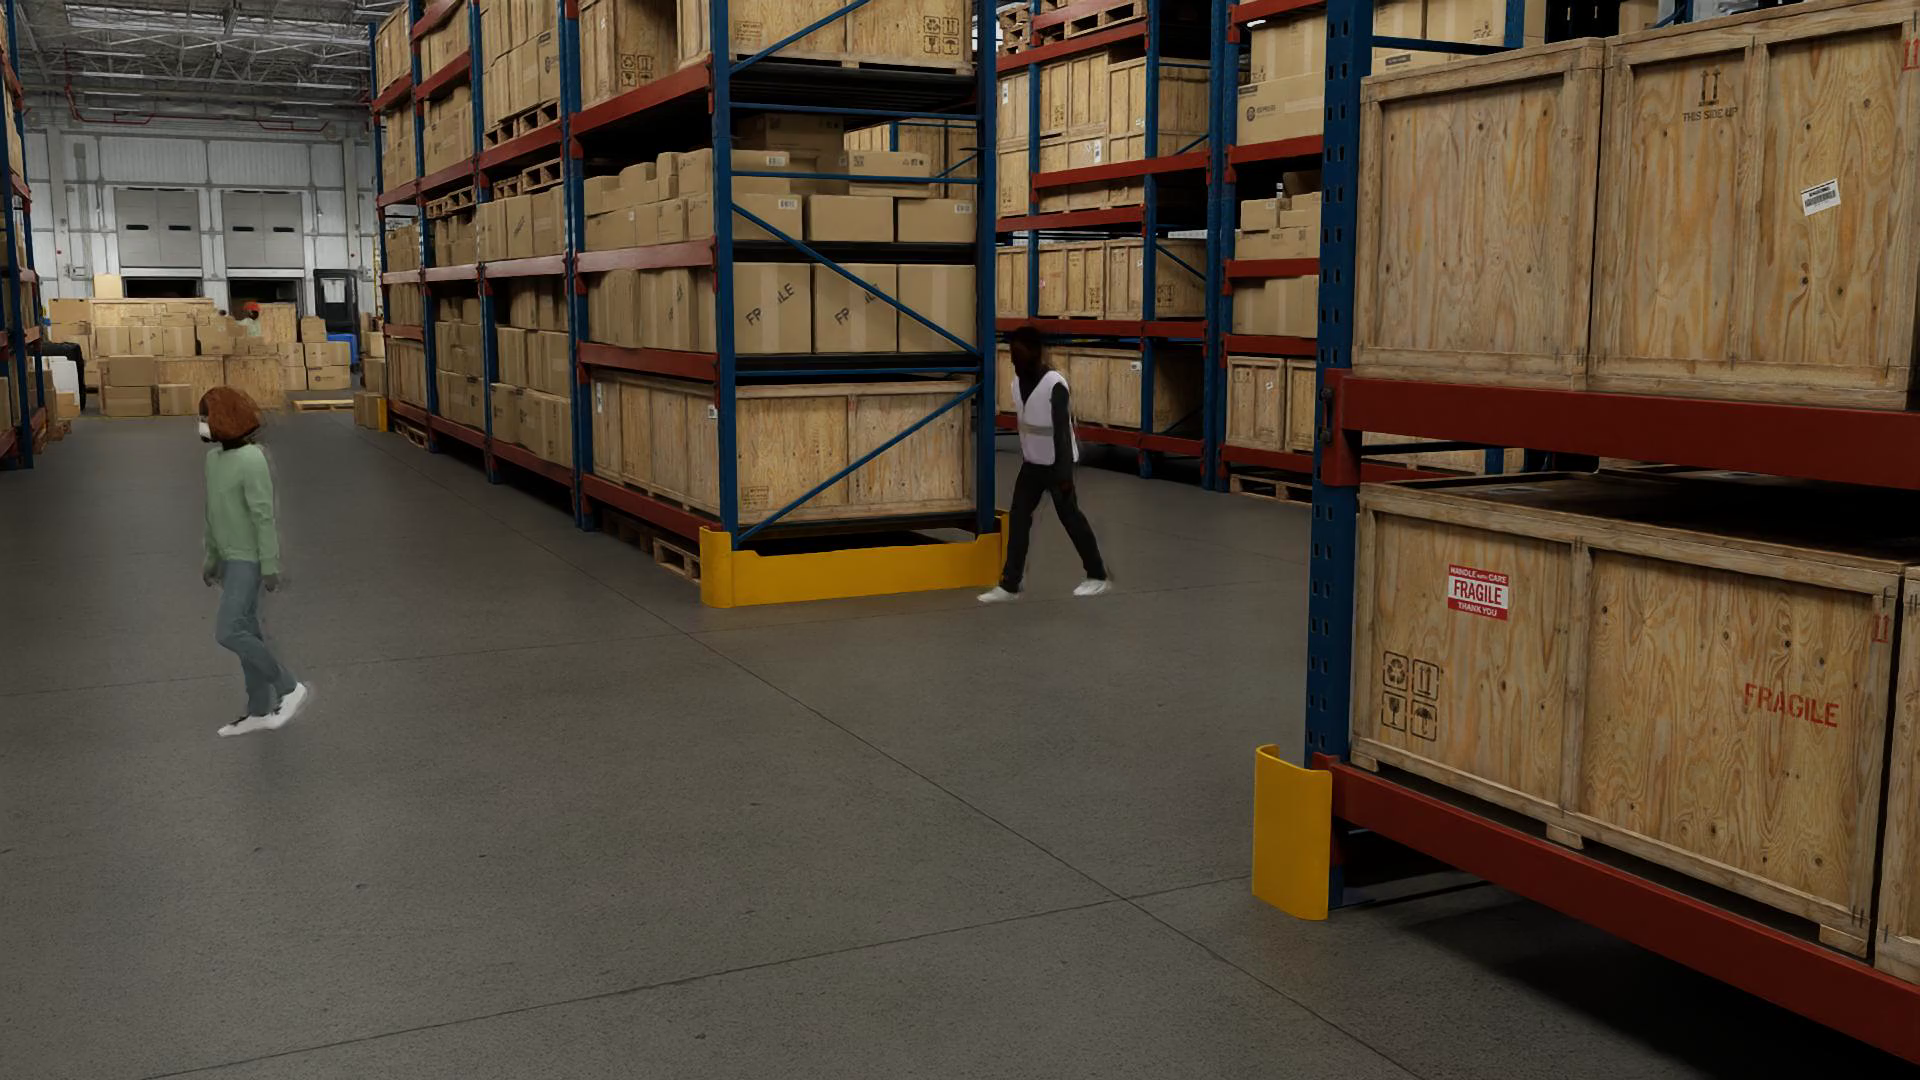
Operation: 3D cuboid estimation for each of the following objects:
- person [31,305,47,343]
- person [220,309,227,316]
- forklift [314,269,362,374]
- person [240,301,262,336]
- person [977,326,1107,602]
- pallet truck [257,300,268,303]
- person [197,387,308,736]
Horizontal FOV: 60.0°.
[{"bbox_3d":[-26.244,-5.765,47.303,0.650,1.889,0.984,7,11,42],"label":"person"},{"bbox_3d":[-27.619,-7.848,62.510,0.369,1.627,0.522,-5,10,-31],"label":"person"},{"bbox_3d":[-16.677,-5.853,44.451,1.129,2.768,1.873,-2,8,-12],"label":"forklift"},{"bbox_3d":[-13.904,-3.676,32.536,0.625,1.973,0.630,1,8,10],"label":"person"},{"bbox_3d":[0.605,-0.508,11.173,0.971,1.850,0.631,-5,10,-32],"label":"person"},{"bbox_3d":[-23.913,-7.404,58.171,1.885,1.965,0.823,-1,8,-9],"label":"pallet truck"},{"bbox_3d":[-3.319,0.109,7.640,0.353,1.622,0.510,-7,11,-41],"label":"person"}]
